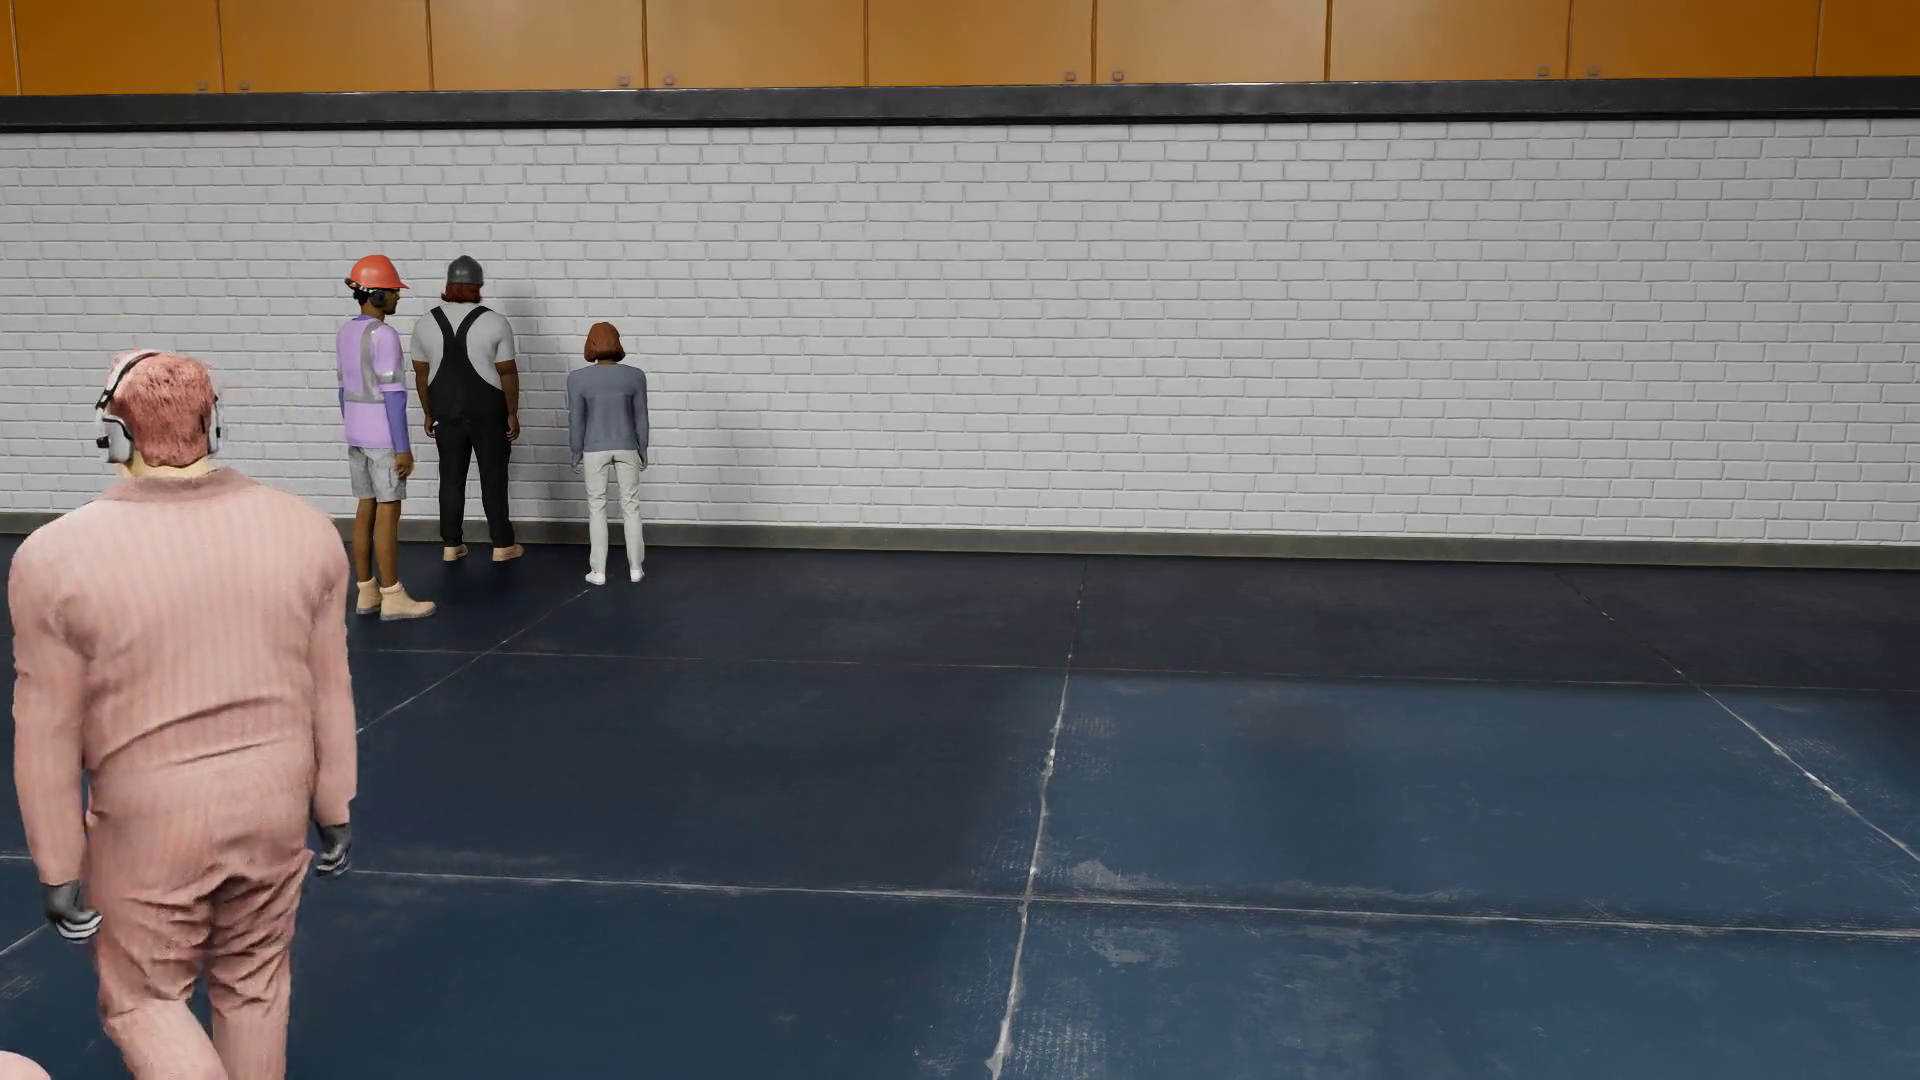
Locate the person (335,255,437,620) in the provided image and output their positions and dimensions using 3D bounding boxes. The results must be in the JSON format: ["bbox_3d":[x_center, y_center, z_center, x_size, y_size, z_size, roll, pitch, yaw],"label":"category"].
[{"bbox_3d":[-3.262,-0.574,9.387,0.391,2.045,0.608,-9,14,-43],"label":"person"}]

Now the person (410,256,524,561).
[{"bbox_3d":[-3.256,-0.876,11.128,0.689,2.000,0.538,1,10,4],"label":"person"}]

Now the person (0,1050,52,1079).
[{"bbox_3d":[-0.974,0.944,1.493,0.528,1.767,0.329,1,10,8],"label":"person"}]

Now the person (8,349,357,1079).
[{"bbox_3d":[-1.505,0.565,3.336,0.648,1.889,0.669,-9,14,-43],"label":"person"}]

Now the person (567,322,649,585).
[{"bbox_3d":[-2.177,-0.535,10.344,0.498,1.633,0.289,-4,11,-22],"label":"person"}]
